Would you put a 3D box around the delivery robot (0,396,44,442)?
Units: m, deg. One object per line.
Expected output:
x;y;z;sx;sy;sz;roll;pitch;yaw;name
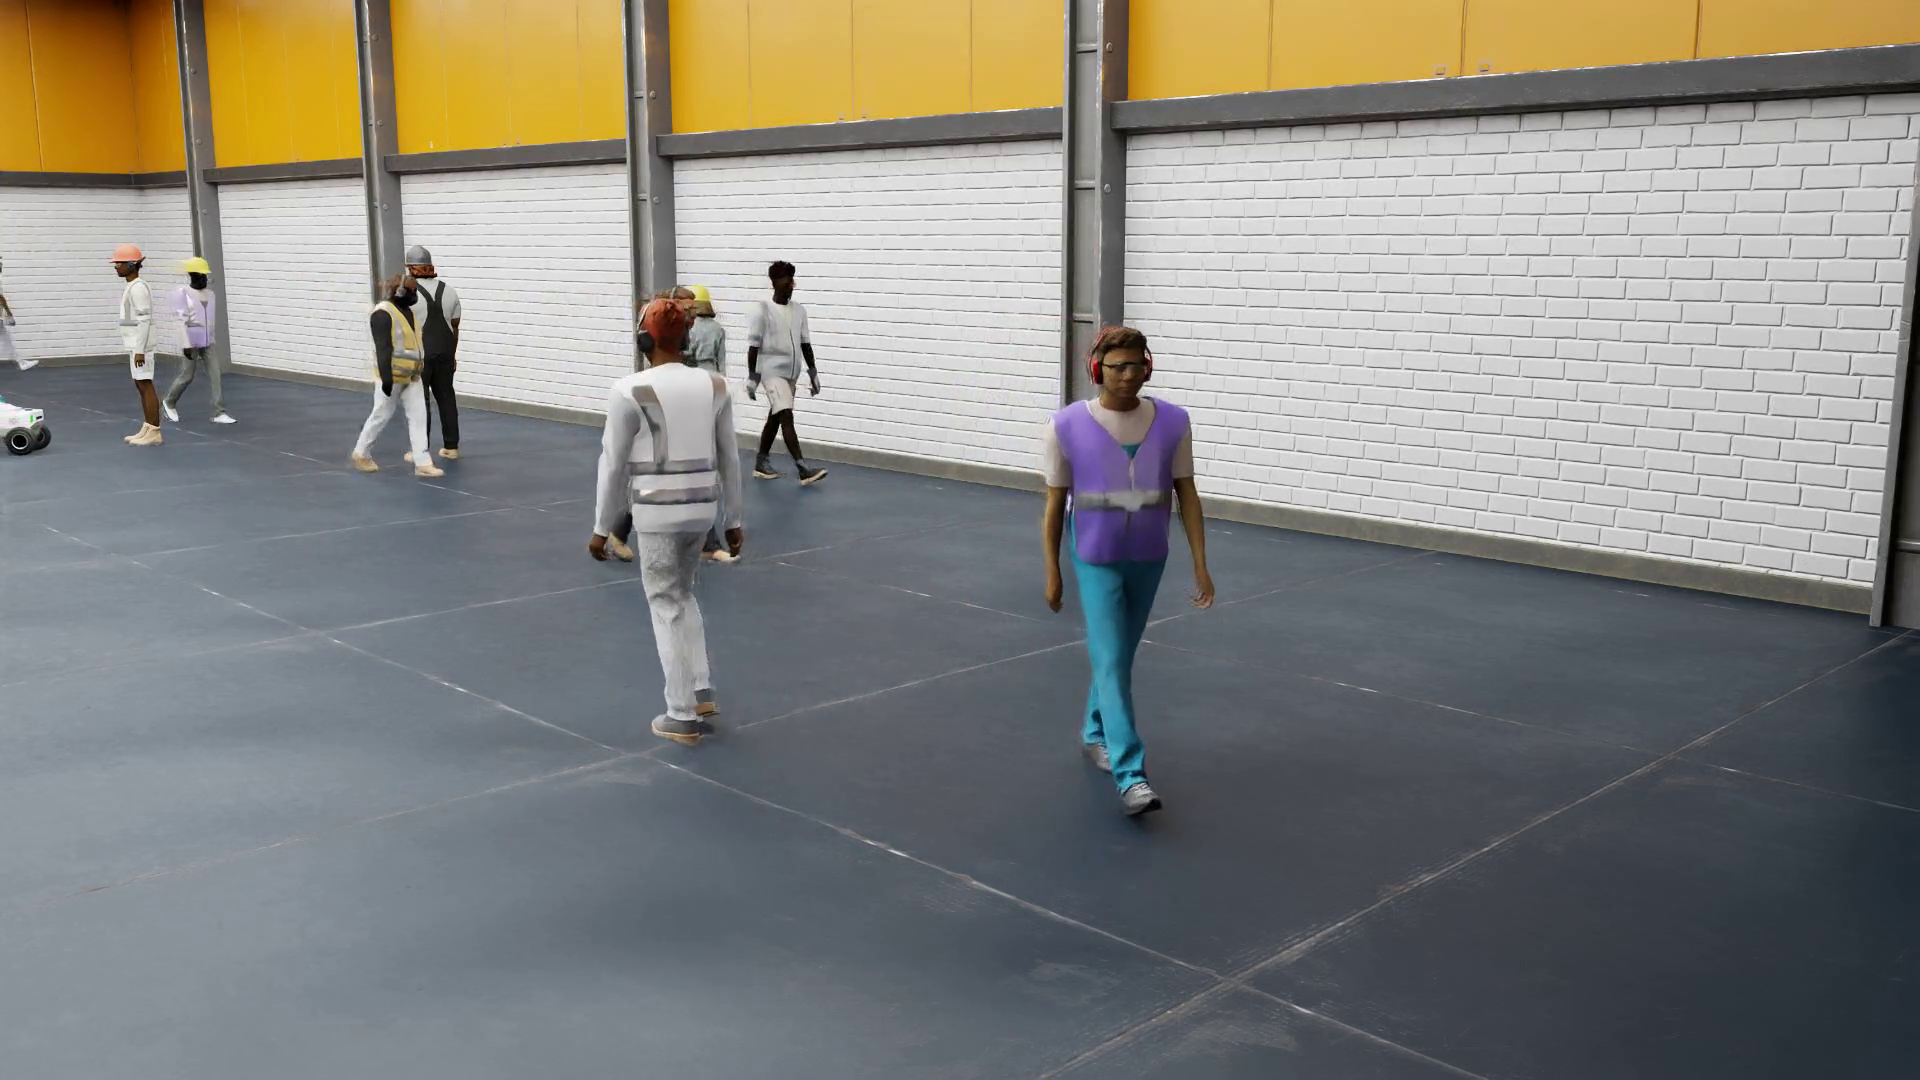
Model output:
-9.396;-1.163;16.283;0.707;0.478;0.477;-2;11;-11;delivery robot

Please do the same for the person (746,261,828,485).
-1.497;-1.440;14.345;0.990;1.910;0.628;9;13;39;person

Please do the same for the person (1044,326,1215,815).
0.629;0.097;6.277;0.594;1.791;0.971;-3;11;-16;person

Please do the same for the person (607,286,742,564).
-1.904;-0.727;10.742;0.875;1.820;0.518;2;11;10;person

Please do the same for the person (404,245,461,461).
-5.093;-1.764;15.761;0.536;2.000;0.683;9;14;40;person

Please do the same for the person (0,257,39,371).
-14.856;-3.498;25.806;0.540;1.817;0.977;9;14;40;person

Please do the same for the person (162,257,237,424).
-8.711;-2.267;18.917;0.901;1.898;0.584;5;11;25;person

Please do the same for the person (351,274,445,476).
-5.062;-1.464;14.807;0.916;1.804;0.634;3;11;17;person

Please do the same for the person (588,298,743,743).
-1.245;-0.082;7.048;0.516;1.866;0.599;10;14;43;person

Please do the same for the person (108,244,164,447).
-8.360;-1.951;16.882;0.375;2.005;0.610;-7;12;-32;person

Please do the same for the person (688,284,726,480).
-2.144;-1.278;13.967;0.499;1.726;0.484;-10;14;-44;person
